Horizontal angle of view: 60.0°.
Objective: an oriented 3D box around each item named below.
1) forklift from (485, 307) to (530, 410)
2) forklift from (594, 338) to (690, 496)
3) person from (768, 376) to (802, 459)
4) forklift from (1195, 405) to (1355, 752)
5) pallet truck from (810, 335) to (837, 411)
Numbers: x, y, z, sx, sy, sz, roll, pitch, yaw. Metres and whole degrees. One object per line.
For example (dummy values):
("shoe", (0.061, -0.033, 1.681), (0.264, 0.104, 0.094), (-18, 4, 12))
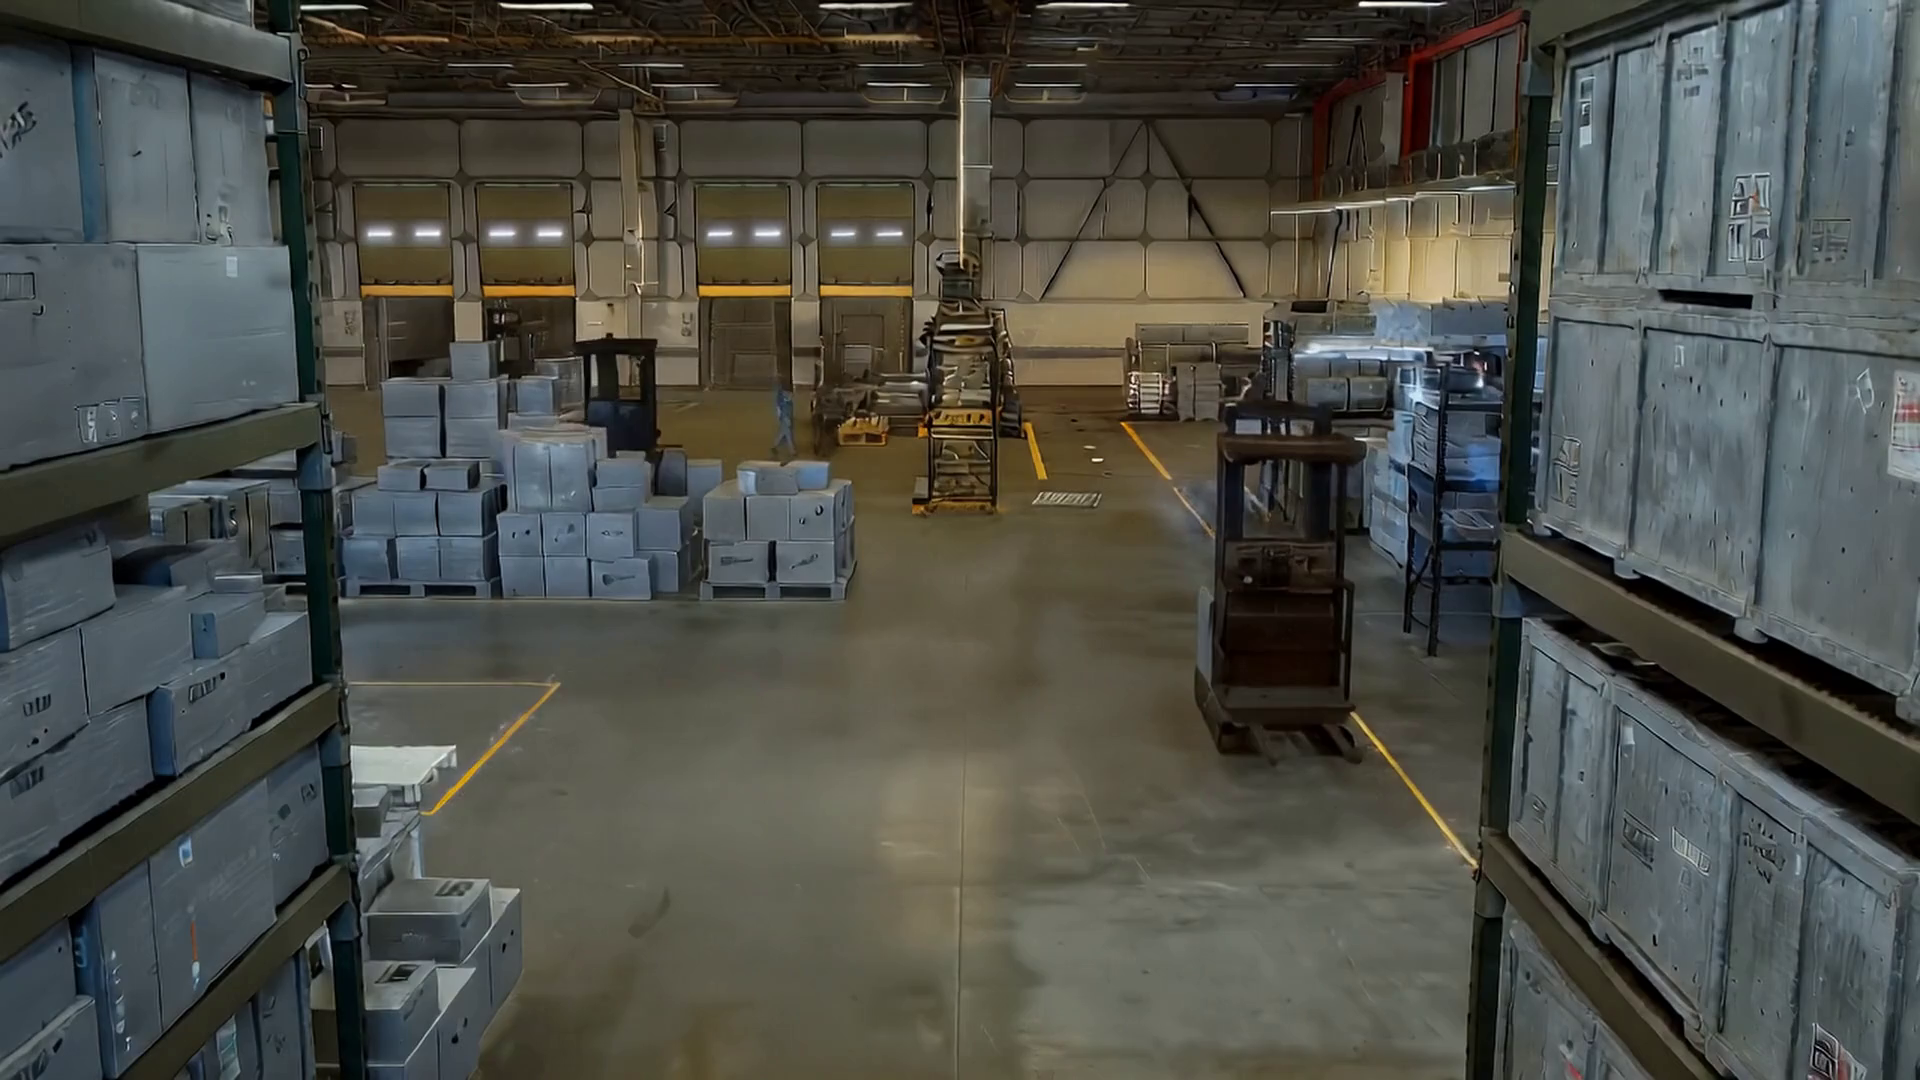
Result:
("forklift", (-10.754, -4.150, 39.646), (1.129, 2.768, 1.873), (0, 10, 1))
("forklift", (-5.075, -1.703, 25.527), (1.129, 2.768, 1.873), (4, 10, 20))
("person", (-3.575, -2.485, 33.559), (0.840, 1.667, 0.548), (5, 11, 26))
("forklift", (2.694, 0.232, 14.361), (1.129, 2.768, 1.873), (0, 10, 1))
("pallet truck", (-3.021, -4.312, 43.126), (1.885, 1.965, 0.823), (3, 10, 17))
